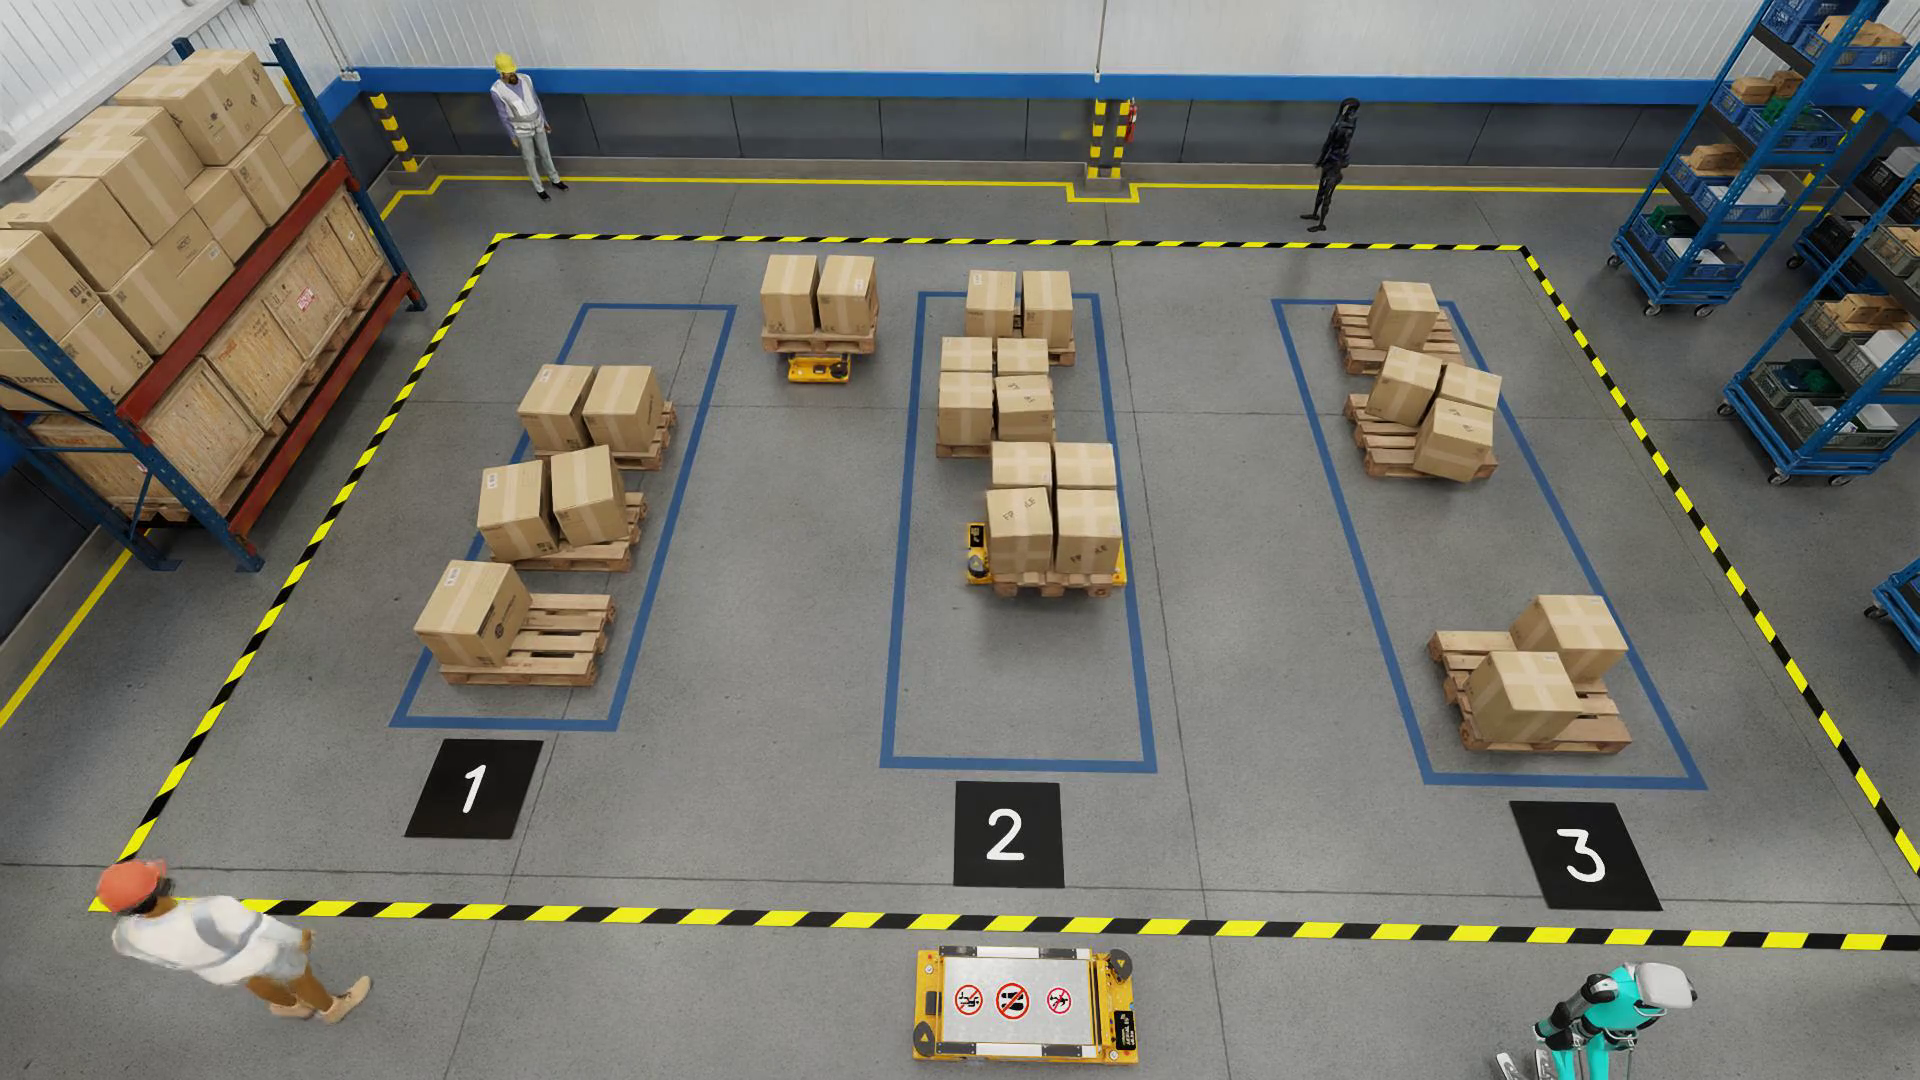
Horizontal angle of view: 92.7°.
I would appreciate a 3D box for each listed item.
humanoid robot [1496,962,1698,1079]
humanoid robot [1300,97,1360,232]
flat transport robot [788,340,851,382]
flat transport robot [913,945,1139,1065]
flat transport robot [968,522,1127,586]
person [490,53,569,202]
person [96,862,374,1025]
[{"bbox_3d":[3.555,2.907,5.082,0.533,1.677,0.735,0,51,0],"label":"humanoid robot"},{"bbox_3d":[4.606,-4.638,11.348,0.315,1.657,0.599,-1,51,0],"label":"humanoid robot"},{"bbox_3d":[-1.528,-2.329,10.366,0.652,0.197,1.431,1,51,1],"label":"flat transport robot"},{"bbox_3d":[0.422,3.041,6.007,1.431,0.231,0.659,1,51,1],"label":"flat transport robot"},{"bbox_3d":[0.792,0.092,8.393,1.431,0.197,0.652,1,51,1],"label":"flat transport robot"},{"bbox_3d":[-5.562,-5.315,11.809,0.404,1.832,0.597,29,57,22],"label":"person"},{"bbox_3d":[-4.241,2.417,5.400,0.660,2.009,0.497,-12,52,-9],"label":"person"}]
